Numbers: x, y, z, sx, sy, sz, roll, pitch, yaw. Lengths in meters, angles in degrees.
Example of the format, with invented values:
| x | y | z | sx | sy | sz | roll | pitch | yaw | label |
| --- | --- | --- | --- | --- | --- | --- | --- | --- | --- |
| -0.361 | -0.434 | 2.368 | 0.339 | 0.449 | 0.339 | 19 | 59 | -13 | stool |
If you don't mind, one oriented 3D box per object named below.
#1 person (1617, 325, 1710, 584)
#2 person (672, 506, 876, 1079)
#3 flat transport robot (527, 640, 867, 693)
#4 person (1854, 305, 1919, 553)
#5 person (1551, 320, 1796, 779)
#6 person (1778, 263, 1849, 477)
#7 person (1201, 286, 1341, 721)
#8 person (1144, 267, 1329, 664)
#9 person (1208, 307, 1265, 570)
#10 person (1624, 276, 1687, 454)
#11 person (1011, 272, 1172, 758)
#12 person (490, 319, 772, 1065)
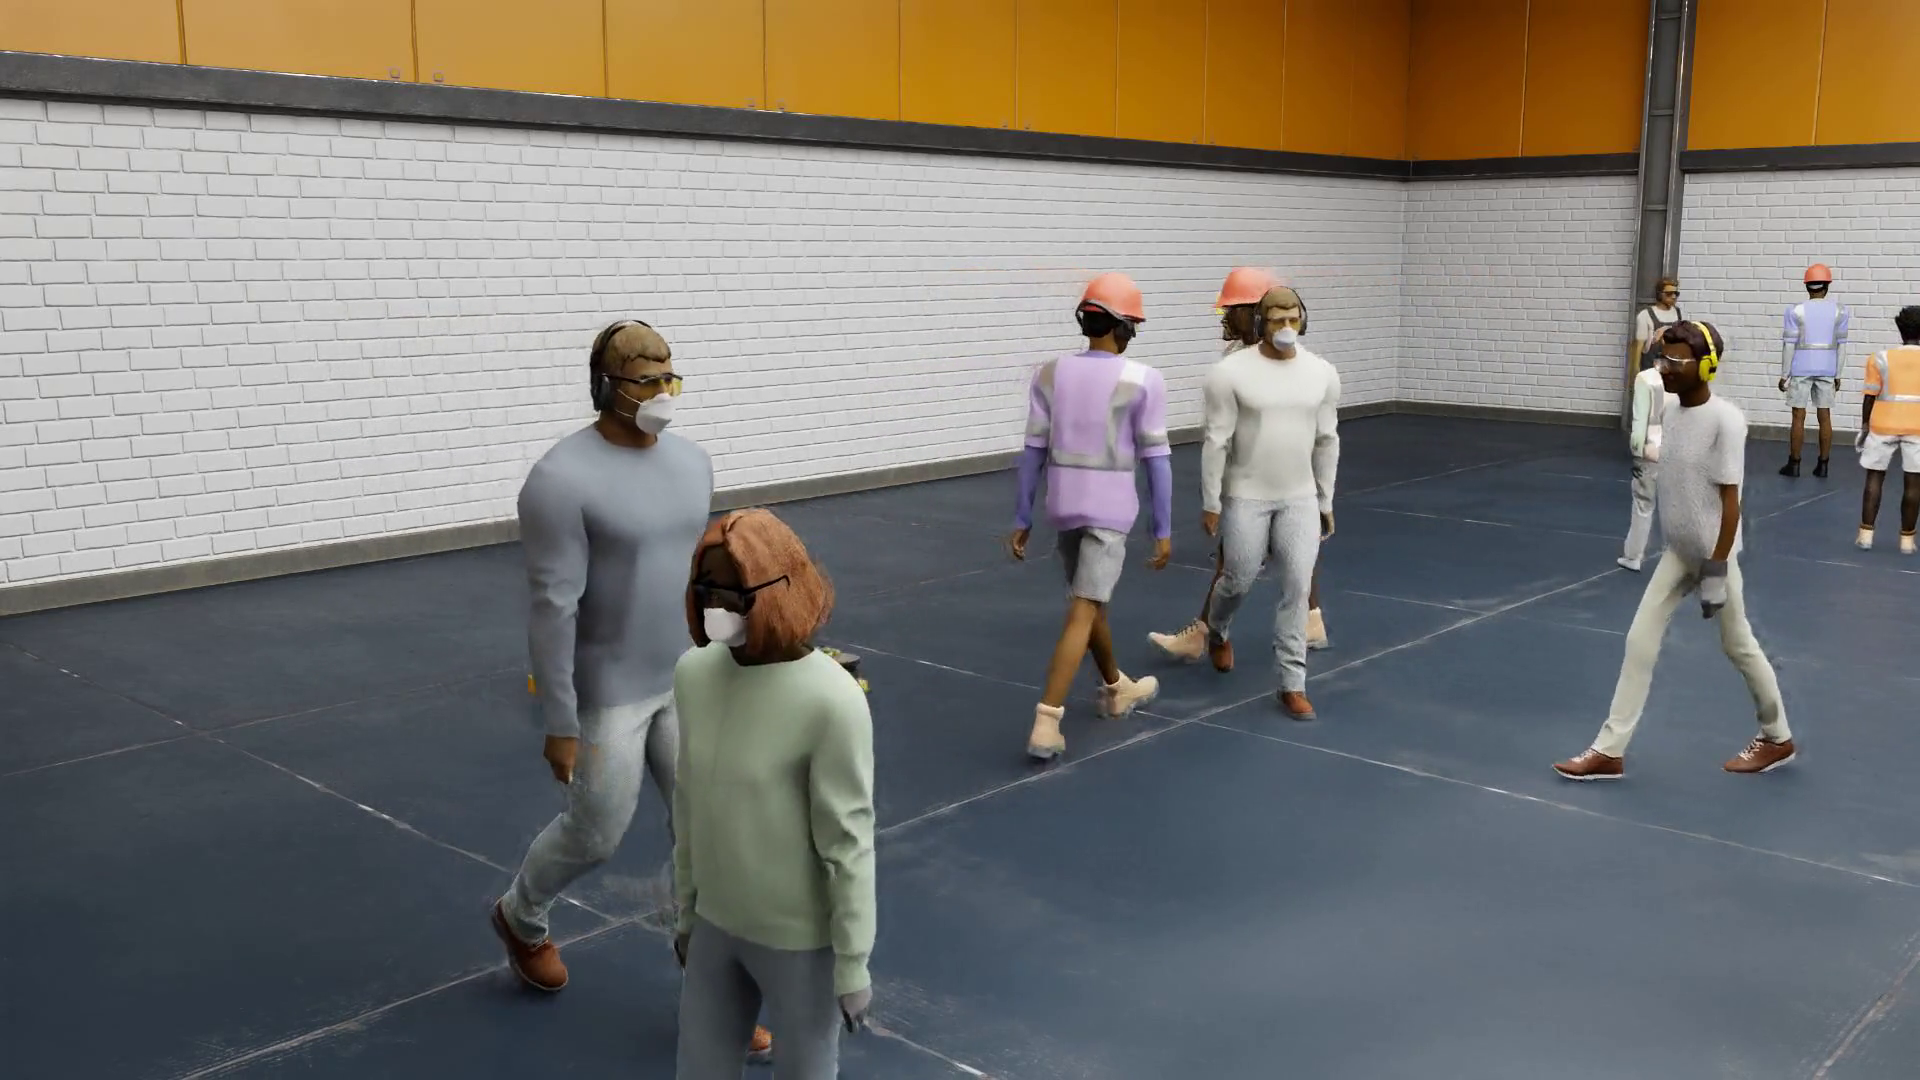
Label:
| x | y | z | sx | sy | sz | roll | pitch | yaw | label |
| --- | --- | --- | --- | --- | --- | --- | --- | --- | --- |
| 4.440 | -0.536 | 10.373 | 0.534 | 1.601 | 0.850 | -1 | 10 | -5 | person |
| -0.349 | 0.733 | 3.125 | 0.511 | 1.617 | 0.662 | 8 | 13 | 40 | person |
| -1.208 | 0.611 | 7.639 | 1.431 | 0.197 | 0.652 | 5 | 11 | 24 | flat transport robot |
| 6.407 | -0.746 | 11.321 | 0.562 | 1.695 | 0.336 | 6 | 11 | 30 | person |
| 2.871 | 0.057 | 6.439 | 1.027 | 1.810 | 0.532 | -2 | 10 | -12 | person |
| 7.723 | -1.530 | 15.097 | 0.546 | 1.934 | 0.376 | 2 | 10 | 11 | person |
| 1.398 | -0.197 | 7.574 | 0.643 | 1.915 | 0.848 | -1 | 10 | -8 | person |
| 1.450 | -0.364 | 8.349 | 1.044 | 1.984 | 0.633 | -3 | 10 | -17 | person |
| 1.816 | -0.714 | 10.778 | 0.403 | 1.826 | 0.596 | -1 | 10 | -8 | person |
| 6.709 | -1.636 | 16.055 | 0.567 | 1.814 | 0.833 | -2 | 10 | -13 | person |
| 0.554 | -0.113 | 6.945 | 0.665 | 1.982 | 1.084 | 7 | 12 | 36 | person |
| -0.903 | 0.374 | 4.357 | 0.937 | 1.908 | 0.642 | 7 | 12 | 36 | person |
